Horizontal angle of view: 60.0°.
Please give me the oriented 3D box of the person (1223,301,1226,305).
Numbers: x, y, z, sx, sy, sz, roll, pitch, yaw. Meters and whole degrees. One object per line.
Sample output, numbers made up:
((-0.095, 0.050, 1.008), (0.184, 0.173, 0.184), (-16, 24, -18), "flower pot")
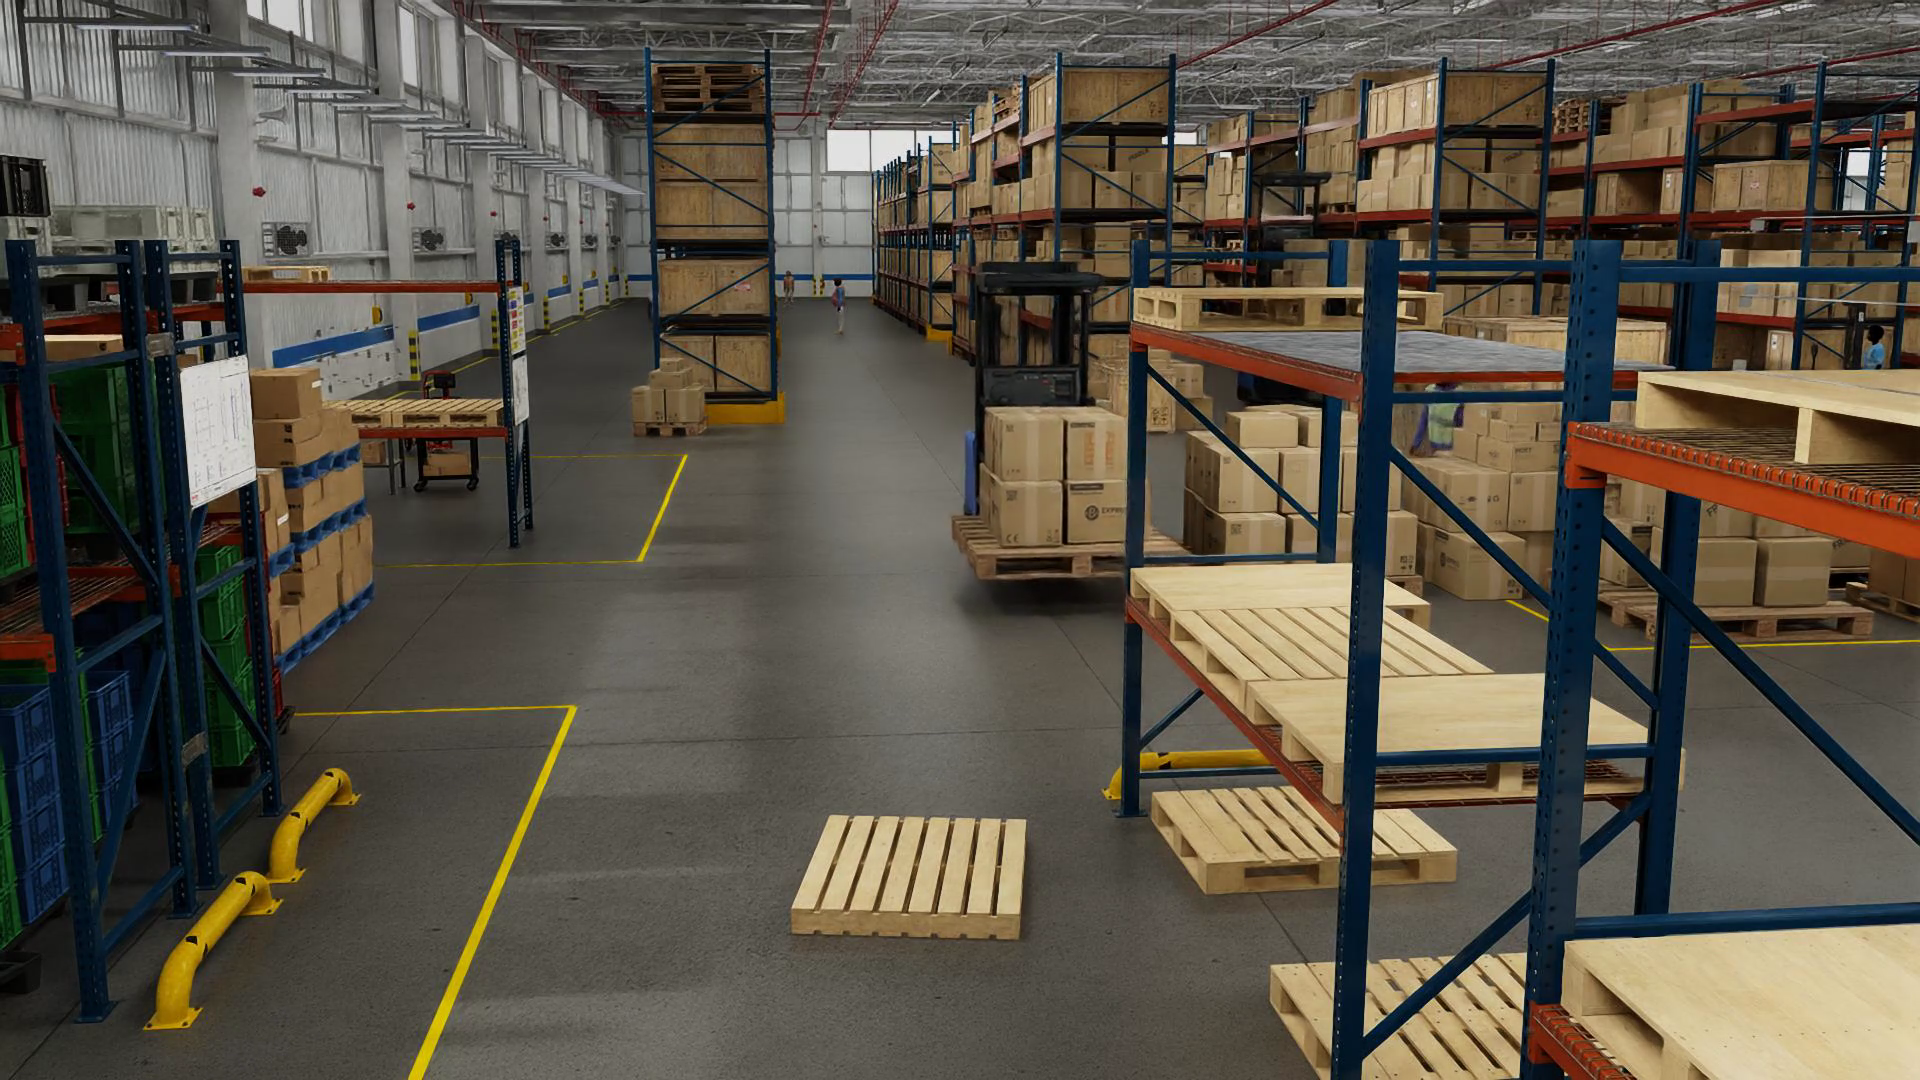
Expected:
((9.272, -8.058, 56.780), (0.547, 1.714, 0.885), (1, 10, 4), "person")

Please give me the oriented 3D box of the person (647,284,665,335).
((-8.331, -6.183, 45.923), (0.641, 1.895, 0.688), (-3, 11, -17), "person")

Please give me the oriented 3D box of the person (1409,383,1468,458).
((5.050, -1.001, 17.316), (1.045, 1.871, 0.590), (-4, 11, -21), "person")

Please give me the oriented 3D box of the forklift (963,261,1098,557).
((0.649, -1.332, 16.312), (1.129, 2.768, 1.873), (-1, 10, -6), "forklift")

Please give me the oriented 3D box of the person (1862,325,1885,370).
((14.527, -2.575, 26.482), (0.319, 1.697, 0.533), (3, 11, 15), "person")

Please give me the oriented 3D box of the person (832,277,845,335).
((-3.906, -7.537, 53.593), (0.430, 1.838, 0.619), (-1, 10, -5), "person")

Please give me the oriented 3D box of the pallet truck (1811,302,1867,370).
((15.846, -3.142, 28.793), (1.885, 1.965, 0.823), (2, 10, 12), "pallet truck")

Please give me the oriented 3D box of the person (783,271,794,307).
((-7.780, -11.406, 75.575), (0.517, 1.641, 0.308), (1, 10, 8), "person")

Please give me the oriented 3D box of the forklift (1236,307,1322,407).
((5.856, -3.895, 30.515), (1.129, 2.768, 1.873), (-1, 10, -6), "forklift")
